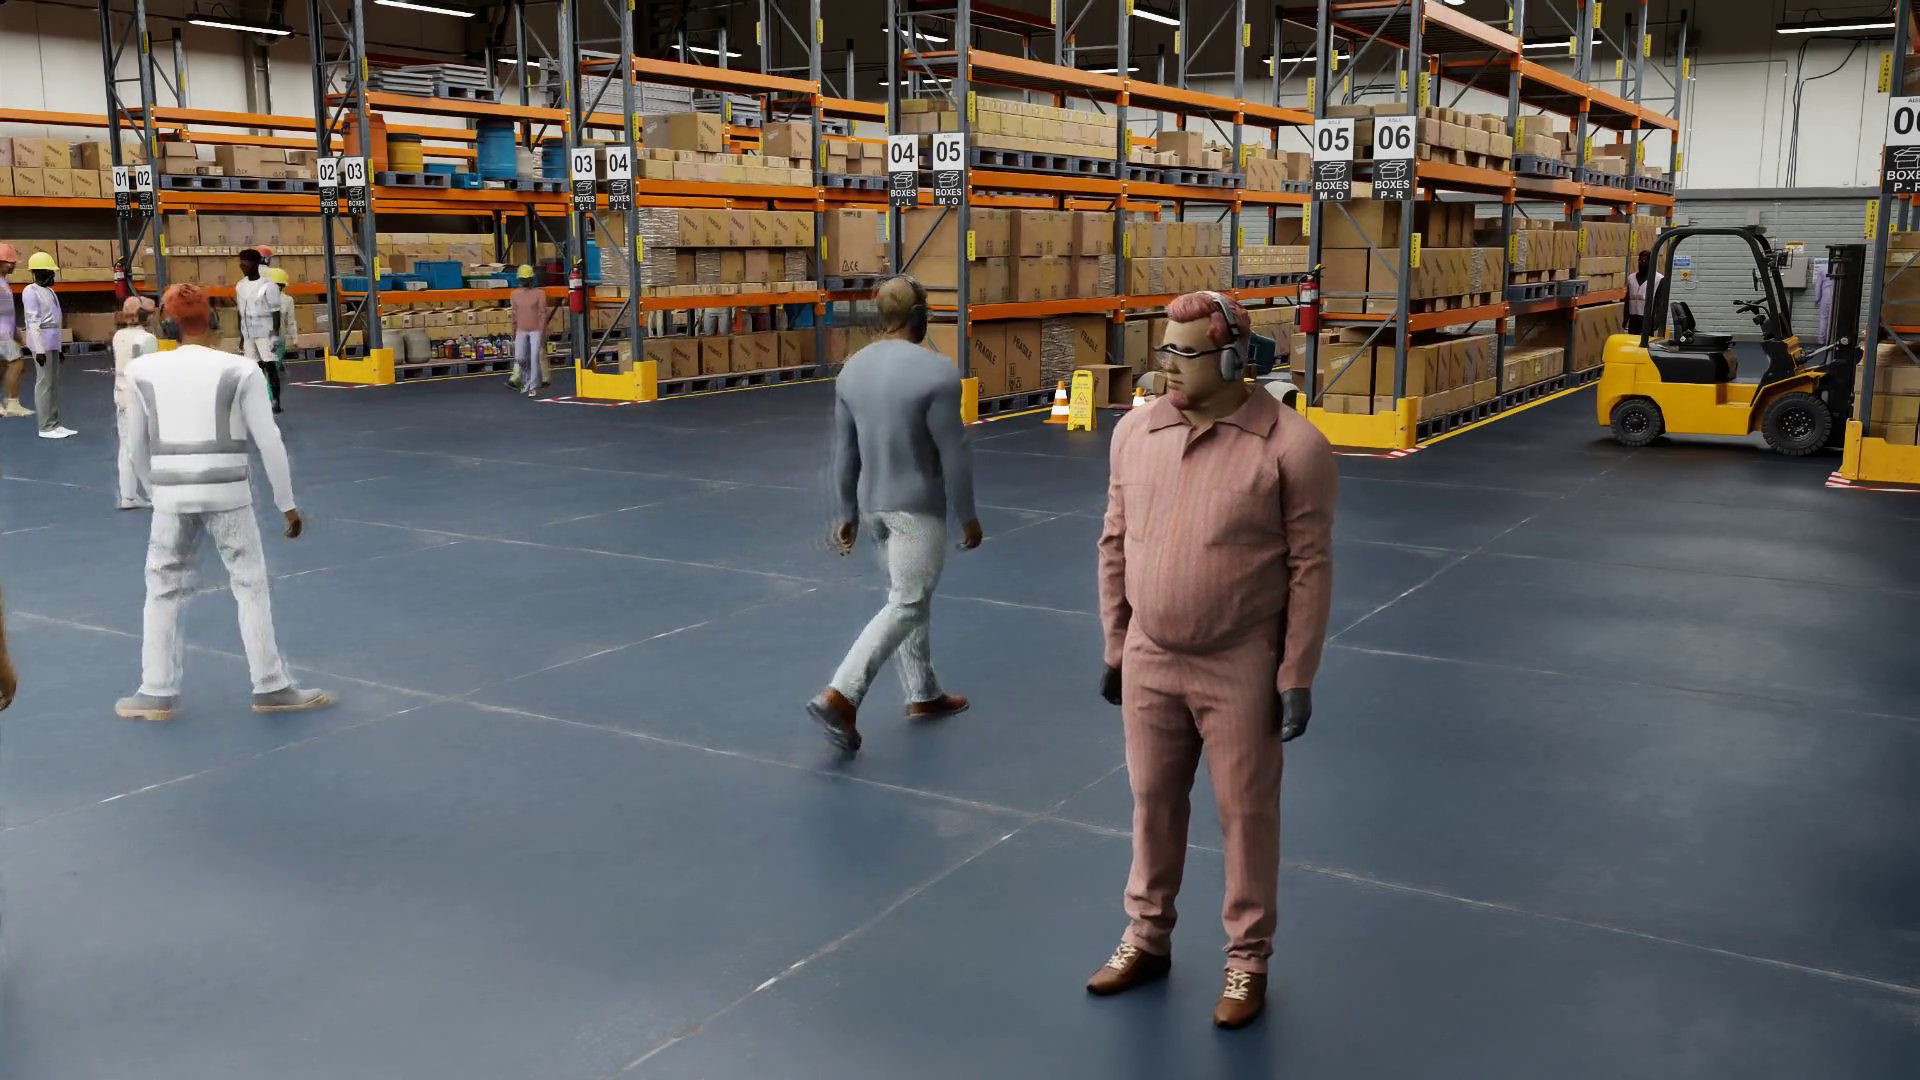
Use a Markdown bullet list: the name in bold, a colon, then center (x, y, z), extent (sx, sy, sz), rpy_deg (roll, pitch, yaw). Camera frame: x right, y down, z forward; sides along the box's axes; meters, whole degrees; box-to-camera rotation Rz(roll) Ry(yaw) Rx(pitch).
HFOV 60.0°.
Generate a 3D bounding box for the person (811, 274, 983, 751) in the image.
- **person**: center (-0.291, -0.118, 6.749), extent (0.922, 1.914, 0.624), rpy_deg (-10, 14, -44)

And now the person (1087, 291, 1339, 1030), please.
- **person**: center (0.628, 0.312, 4.333), extent (0.642, 1.903, 0.399), rpy_deg (7, 12, 34)

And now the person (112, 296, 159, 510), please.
- **person**: center (-6.219, -1.040, 12.698), extent (0.534, 1.622, 0.537), rpy_deg (6, 12, 29)

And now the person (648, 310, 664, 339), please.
- **person**: center (-6.265, -5.010, 34.244), extent (0.533, 1.864, 0.314), rpy_deg (6, 12, 30)

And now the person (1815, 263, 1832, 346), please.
- **person**: center (17.167, -4.755, 32.701), extent (0.643, 1.908, 0.399), rpy_deg (5, 11, 26)

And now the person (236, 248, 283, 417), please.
- **person**: center (-8.196, -2.413, 19.413), extent (0.613, 1.963, 0.362), rpy_deg (4, 11, 22)

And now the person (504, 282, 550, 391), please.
- **person**: center (-5.940, -2.841, 22.891), extent (0.496, 1.580, 0.851), rpy_deg (3, 11, 18)

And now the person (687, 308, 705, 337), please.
- **person**: center (-5.206, -4.623, 32.741), extent (0.503, 1.630, 0.272), rpy_deg (8, 13, 37)

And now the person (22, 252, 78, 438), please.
- **person**: center (-9.509, -2.024, 17.344), extent (0.369, 1.927, 0.588), rpy_deg (-2, 10, -11)

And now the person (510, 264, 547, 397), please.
- **person**: center (-5.679, -2.746, 21.905), extent (0.521, 1.746, 0.367), rpy_deg (0, 10, 2)

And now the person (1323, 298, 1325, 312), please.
- **person**: center (7.346, -4.898, 33.532), extent (0.832, 1.889, 0.610), rpy_deg (-5, 11, -25)

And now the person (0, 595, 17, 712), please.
- **person**: center (-2.817, 0.359, 4.358), extent (0.536, 1.795, 0.952), rpy_deg (-4, 11, -21)

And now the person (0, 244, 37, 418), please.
- **person**: center (-10.970, -2.396, 19.177), extent (0.674, 2.011, 0.639), rpy_deg (-4, 11, -23)

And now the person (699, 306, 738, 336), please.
- **person**: center (-3.669, -3.439, 25.272), extent (0.624, 1.934, 0.364), rpy_deg (0, 10, 2)

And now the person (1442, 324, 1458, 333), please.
- **person**: center (9.701, -4.625, 32.759), extent (0.542, 1.618, 0.377), rpy_deg (-4, 11, -19)

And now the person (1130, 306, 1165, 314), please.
- **person**: center (3.222, -3.968, 28.561), extent (0.535, 1.815, 0.997), rpy_deg (8, 13, 38)

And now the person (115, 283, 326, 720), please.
- **person**: center (-3.201, -0.153, 7.100), extent (0.850, 1.860, 0.366), rpy_deg (-2, 10, -9)

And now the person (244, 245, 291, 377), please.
- **person**: center (-10.478, -3.445, 25.114), extent (0.612, 1.994, 0.394), rpy_deg (2, 10, 9)

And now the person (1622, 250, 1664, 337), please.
- **person**: center (9.852, -3.208, 24.003), extent (0.392, 1.919, 0.591), rpy_deg (-8, 13, -36)

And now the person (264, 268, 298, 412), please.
- **person**: center (-8.180, -2.370, 19.854), extent (0.773, 1.711, 0.591), rpy_deg (8, 13, 39)
